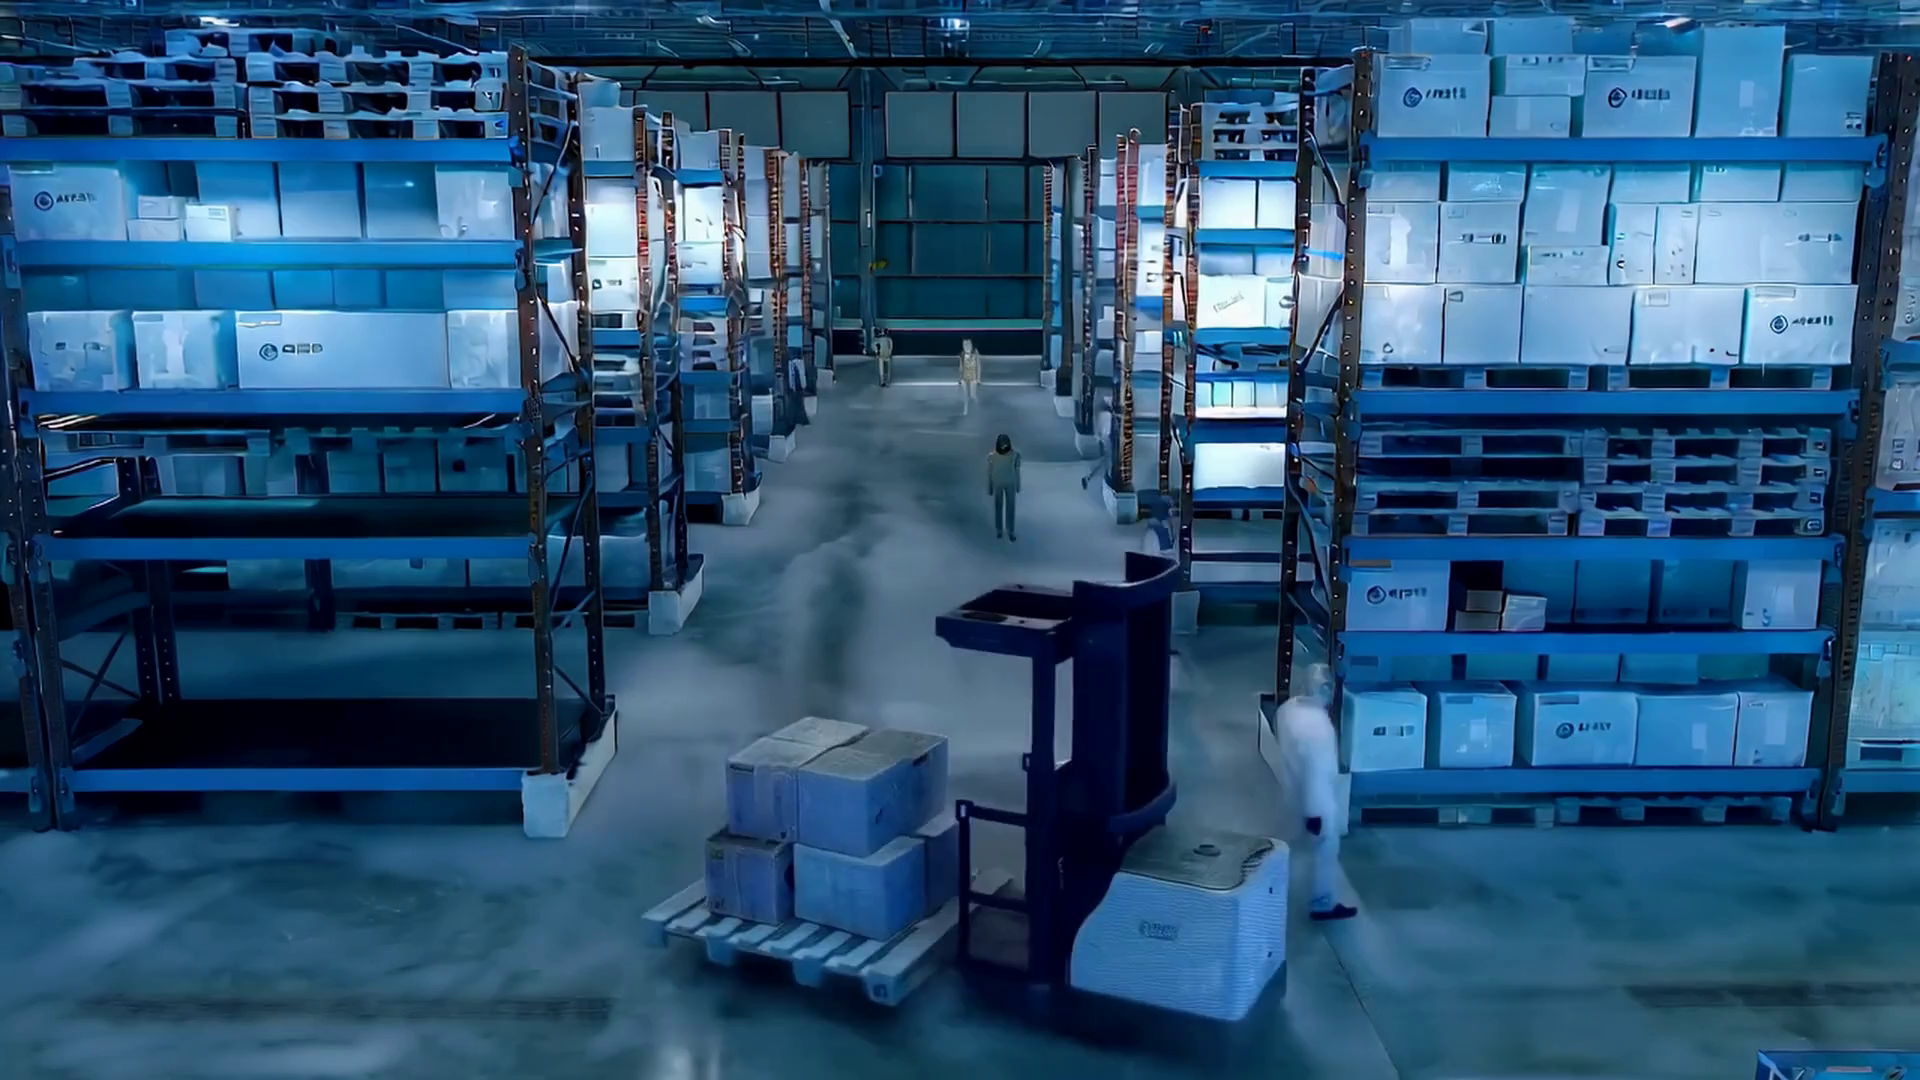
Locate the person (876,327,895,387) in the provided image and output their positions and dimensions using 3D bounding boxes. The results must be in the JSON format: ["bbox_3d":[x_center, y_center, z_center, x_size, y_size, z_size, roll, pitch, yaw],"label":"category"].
[{"bbox_3d":[-2.041,-5.004,45.594,0.507,1.636,0.273,0,11,1],"label":"person"}]

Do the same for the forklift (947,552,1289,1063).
[{"bbox_3d":[1.005,1.521,10.159,1.873,2.768,1.129,6,13,26],"label":"forklift"}]

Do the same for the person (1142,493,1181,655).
[{"bbox_3d":[2.156,0.357,18.604,0.713,1.819,0.587,5,13,25],"label":"person"}]

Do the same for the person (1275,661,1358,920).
[{"bbox_3d":[2.353,1.750,11.514,0.844,1.881,0.648,-3,12,-15],"label":"person"}]

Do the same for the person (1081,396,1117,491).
[{"bbox_3d":[2.488,-1.671,28.867,0.778,1.727,0.561,-4,12,-19],"label":"person"}]

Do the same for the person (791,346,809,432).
[{"bbox_3d":[-3.544,-3.340,36.787,0.375,1.875,0.687,1,11,3],"label":"person"}]

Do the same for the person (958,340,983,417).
[{"bbox_3d":[0.252,-3.811,39.204,0.642,1.829,0.580,6,13,27],"label":"person"}]

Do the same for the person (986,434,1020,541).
[{"bbox_3d":[0.646,-0.772,24.708,0.521,1.597,0.777,-1,11,-5],"label":"person"}]
